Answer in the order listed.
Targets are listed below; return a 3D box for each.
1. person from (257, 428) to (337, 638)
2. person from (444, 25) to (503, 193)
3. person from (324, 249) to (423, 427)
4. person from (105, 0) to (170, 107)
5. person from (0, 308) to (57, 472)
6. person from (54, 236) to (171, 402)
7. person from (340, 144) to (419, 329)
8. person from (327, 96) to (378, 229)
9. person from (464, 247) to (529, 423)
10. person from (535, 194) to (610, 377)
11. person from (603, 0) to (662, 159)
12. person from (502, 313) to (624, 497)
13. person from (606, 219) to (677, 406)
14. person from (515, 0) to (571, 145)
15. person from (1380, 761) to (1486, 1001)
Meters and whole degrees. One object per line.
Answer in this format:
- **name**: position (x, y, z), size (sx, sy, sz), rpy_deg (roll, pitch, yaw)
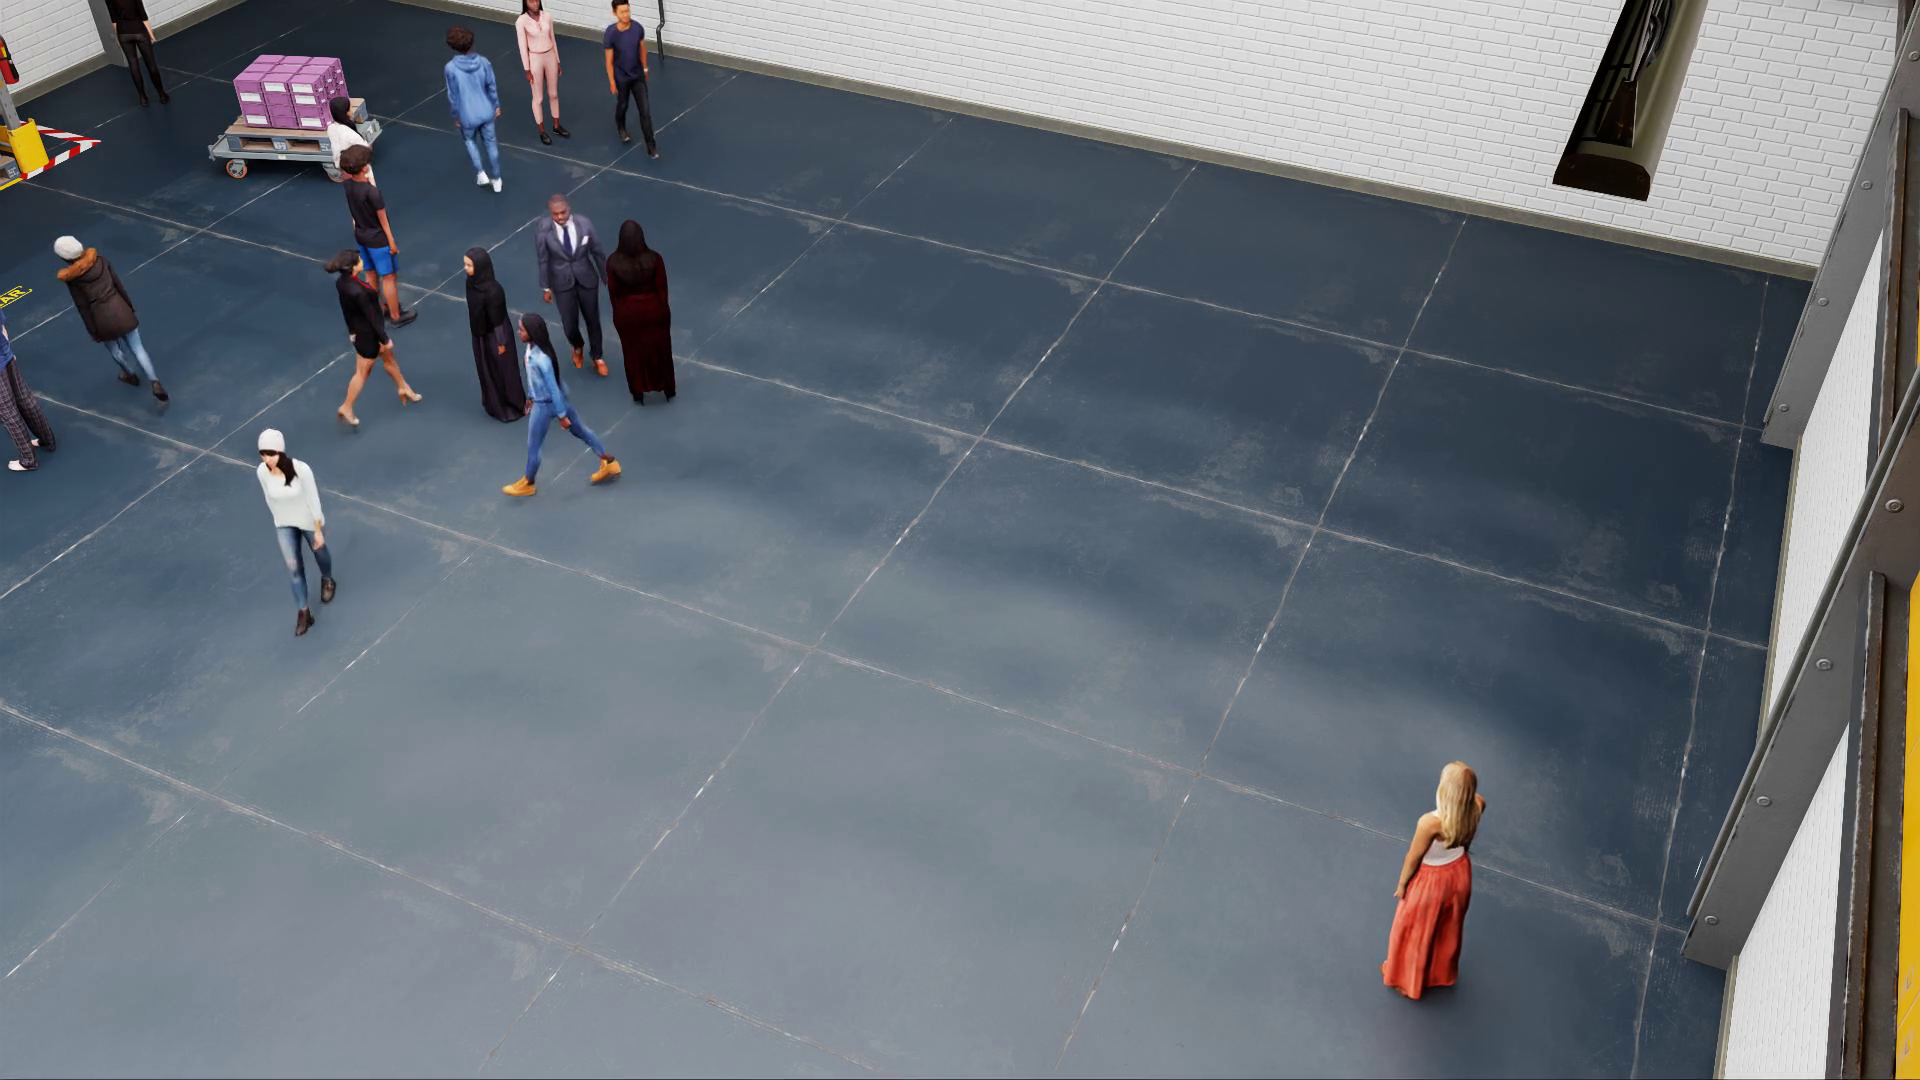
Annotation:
- **person**: position (-4.847, -0.176, 12.283), size (0.857, 1.618, 1.030), rpy_deg (-3, 39, -4)
- **person**: position (-5.103, -4.497, 17.557), size (0.778, 1.789, 0.860), rpy_deg (-16, 41, -19)
- **person**: position (-5.111, -1.680, 14.172), size (1.078, 1.611, 0.886), rpy_deg (-24, 45, -27)
- **person**: position (-9.660, -5.895, 19.428), size (0.627, 1.639, 0.691), rpy_deg (-14, 41, -16)
- **person**: position (-7.918, -1.429, 13.649), size (0.774, 1.871, 0.571), rpy_deg (6, 39, 8)
- **person**: position (-7.339, -1.898, 14.456), size (1.052, 1.596, 0.938), rpy_deg (-30, 48, -32)
- **person**: position (-5.452, -2.819, 15.453), size (0.616, 1.792, 0.571), rpy_deg (20, 43, 24)
- **person**: position (-5.919, -3.534, 16.381), size (0.633, 1.750, 0.561), rpy_deg (23, 44, 26)
- **person**: position (-4.019, -1.794, 14.311), size (0.704, 1.616, 0.683), rpy_deg (-30, 48, -32)
- **person**: position (-3.452, -2.296, 14.785), size (0.877, 1.807, 0.939), rpy_deg (-16, 41, -19)
- **person**: position (-3.710, -5.159, 18.422), size (1.199, 1.744, 1.158), rpy_deg (-20, 43, -23)
- **person**: position (-3.187, -1.083, 13.388), size (1.163, 1.656, 1.182), rpy_deg (-11, 40, -13)
- **person**: position (-2.757, -1.961, 14.407), size (0.772, 1.757, 0.804), rpy_deg (-7, 39, -9)
- **person**: position (-4.694, -5.322, 18.643), size (0.601, 1.722, 0.745), rpy_deg (-31, 48, -33)
- **person**: position (2.729, 1.943, 9.485), size (0.718, 1.799, 0.791), rpy_deg (-16, 41, -19)
